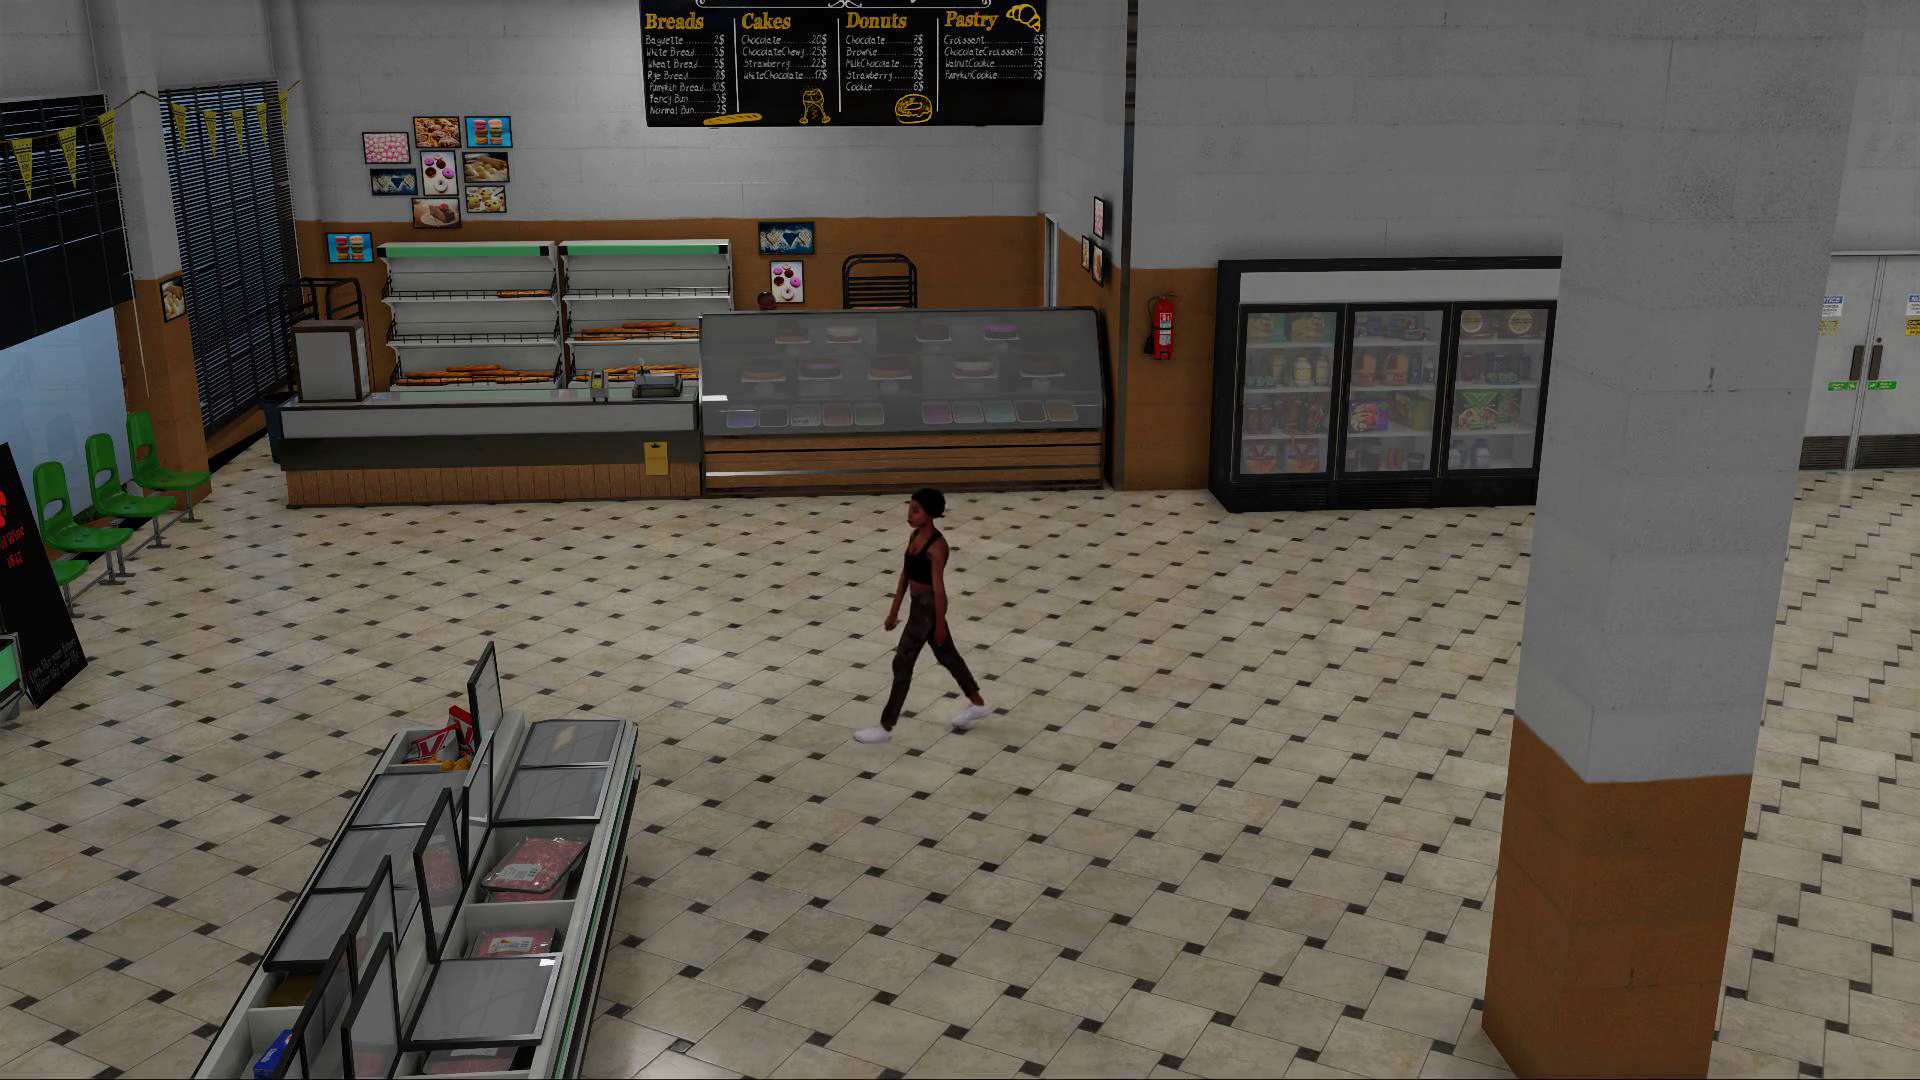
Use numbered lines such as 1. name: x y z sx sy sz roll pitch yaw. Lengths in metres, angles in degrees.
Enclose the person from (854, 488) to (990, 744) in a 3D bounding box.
1. person: -0.131 0.489 10.654 0.833 1.648 1.167 -6 18 -19
